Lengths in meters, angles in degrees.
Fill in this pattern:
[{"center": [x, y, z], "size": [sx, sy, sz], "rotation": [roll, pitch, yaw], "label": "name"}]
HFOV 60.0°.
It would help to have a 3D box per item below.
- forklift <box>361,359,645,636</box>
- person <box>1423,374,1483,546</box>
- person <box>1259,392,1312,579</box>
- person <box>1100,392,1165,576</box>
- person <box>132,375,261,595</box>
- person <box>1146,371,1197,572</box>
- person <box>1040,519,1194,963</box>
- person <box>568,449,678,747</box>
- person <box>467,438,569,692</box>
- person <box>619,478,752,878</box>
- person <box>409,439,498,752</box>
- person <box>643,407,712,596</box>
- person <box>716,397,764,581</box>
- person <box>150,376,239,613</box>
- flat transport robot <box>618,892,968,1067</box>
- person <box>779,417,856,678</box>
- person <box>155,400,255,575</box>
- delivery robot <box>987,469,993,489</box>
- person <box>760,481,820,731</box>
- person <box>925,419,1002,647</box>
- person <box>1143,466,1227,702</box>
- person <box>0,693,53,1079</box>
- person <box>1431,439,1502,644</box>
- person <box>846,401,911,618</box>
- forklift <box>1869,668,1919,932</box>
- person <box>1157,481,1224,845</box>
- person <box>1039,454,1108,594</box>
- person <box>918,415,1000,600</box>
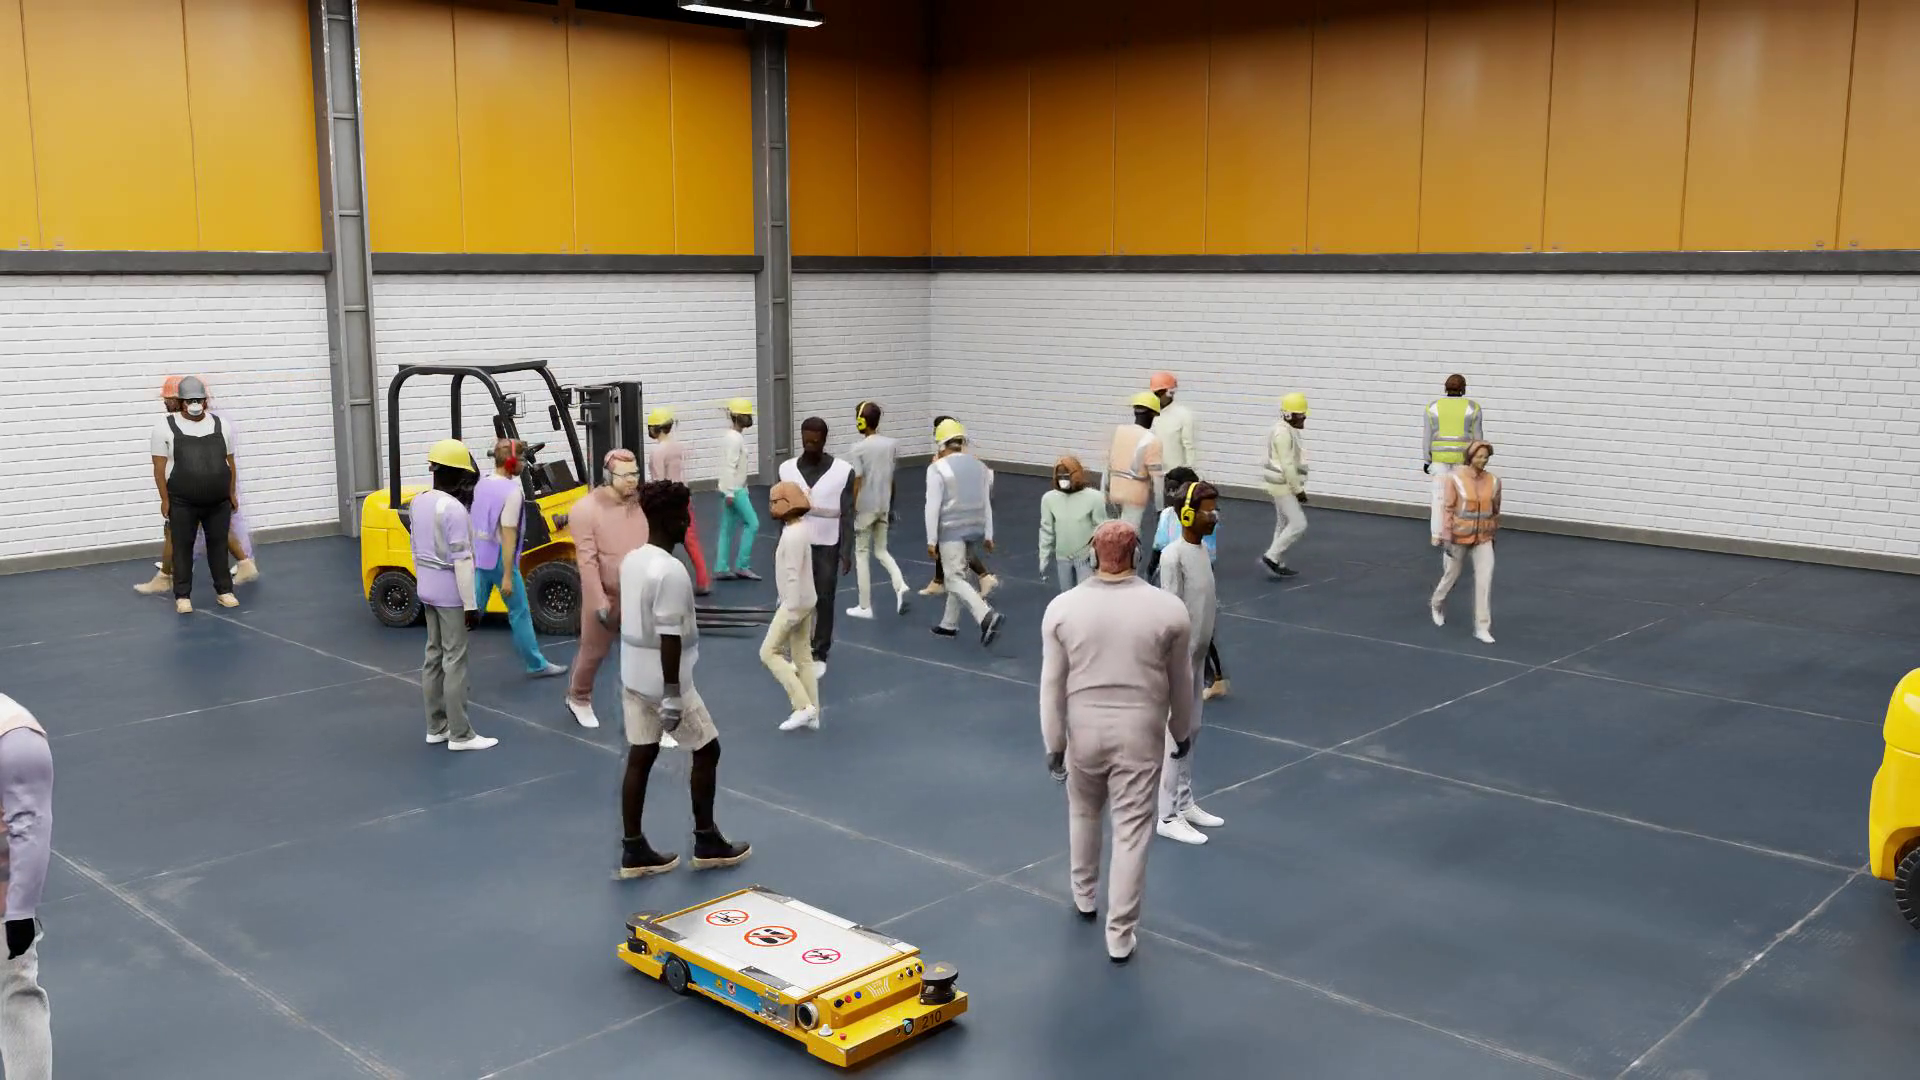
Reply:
[{"center": [-3.850, -0.407, 13.936], "size": [2.313, 2.155, 1.214], "rotation": [2, 9, 11], "label": "forklift"}, {"center": [5.242, -0.844, 17.696], "size": [0.619, 1.845, 0.430], "rotation": [4, 10, 24], "label": "person"}, {"center": [3.095, -0.498, 15.667], "size": [0.433, 1.802, 0.604], "rotation": [3, 10, 17], "label": "person"}, {"center": [1.554, -0.356, 14.583], "size": [0.741, 1.872, 0.612], "rotation": [-7, 12, -38], "label": "person"}, {"center": [-6.987, -0.509, 15.165], "size": [1.047, 2.001, 0.607], "rotation": [-2, 10, -14], "label": "person"}, {"center": [1.993, -0.650, 16.115], "size": [0.482, 1.971, 0.614], "rotation": [-7, 11, -36], "label": "person"}, {"center": [0.699, 0.834, 7.322], "size": [0.648, 1.873, 0.875], "rotation": [2, 9, 11], "label": "person"}, {"center": [-2.185, 0.337, 10.468], "size": [0.632, 1.865, 0.987], "rotation": [-8, 12, -40], "label": "person"}, {"center": [-3.266, 0.175, 11.658], "size": [0.684, 1.784, 0.989], "rotation": [9, 13, 44], "label": "person"}, {"center": [-1.352, 0.662, 8.111], "size": [0.790, 1.942, 0.619], "rotation": [-6, 11, -35], "label": "person"}, {"center": [-3.129, 0.339, 10.213], "size": [0.585, 1.917, 0.381], "rotation": [9, 13, 43], "label": "person"}, {"center": [-2.650, -0.335, 14.970], "size": [0.931, 1.713, 0.541], "rotation": [4, 10, 21], "label": "person"}, {"center": [-2.062, -0.469, 15.671], "size": [0.563, 1.738, 0.556], "rotation": [-1, 9, -8], "label": "person"}, {"center": [-6.561, -0.401, 14.370], "size": [0.682, 2.000, 0.537], "rotation": [-8, 12, -40], "label": "person"}, {"center": [-0.708, 1.722, 6.767], "size": [1.431, 0.197, 0.652], "rotation": [9, 13, 43], "label": "flat transport robot"}, {"center": [-1.037, 0.056, 12.001], "size": [0.586, 1.902, 0.452], "rotation": [2, 9, 10], "label": "person"}, {"center": [-7.248, -0.558, 15.925], "size": [0.965, 1.843, 0.659], "rotation": [0, 9, 1], "label": "person"}, {"center": [0.099, -0.765, 20.859], "size": [0.477, 0.478, 0.707], "rotation": [8, 12, 41], "label": "delivery robot"}, {"center": [-1.073, 0.431, 10.582], "size": [0.393, 1.616, 0.500], "rotation": [1, 9, 4], "label": "person"}, {"center": [0.046, -0.044, 13.006], "size": [0.610, 1.785, 0.857], "rotation": [-8, 12, -40], "label": "person"}, {"center": [1.462, 0.324, 11.119], "size": [0.906, 1.643, 0.542], "rotation": [-4, 10, -21], "label": "person"}, {"center": [-3.231, 1.161, 5.404], "size": [0.625, 1.844, 0.429], "rotation": [4, 10, 21], "label": "person"}, {"center": [4.070, -0.022, 13.368], "size": [0.517, 1.609, 0.757], "rotation": [-1, 9, -7], "label": "person"}, {"center": [-0.699, -0.234, 13.910], "size": [0.543, 1.851, 0.616], "rotation": [-8, 12, -42], "label": "person"}, {"center": [5.205, 0.723, 7.013], "size": [2.313, 2.155, 1.214], "rotation": [9, 13, 43], "label": "forklift"}, {"center": [1.203, 0.622, 8.629], "size": [0.328, 1.871, 0.510], "rotation": [4, 10, 25], "label": "person"}, {"center": [0.844, 0.171, 12.158], "size": [0.528, 1.610, 0.381], "rotation": [5, 11, 30], "label": "person"}, {"center": [-0.004, -0.272, 14.791], "size": [0.813, 1.671, 0.530], "rotation": [3, 10, 20], "label": "person"}]
